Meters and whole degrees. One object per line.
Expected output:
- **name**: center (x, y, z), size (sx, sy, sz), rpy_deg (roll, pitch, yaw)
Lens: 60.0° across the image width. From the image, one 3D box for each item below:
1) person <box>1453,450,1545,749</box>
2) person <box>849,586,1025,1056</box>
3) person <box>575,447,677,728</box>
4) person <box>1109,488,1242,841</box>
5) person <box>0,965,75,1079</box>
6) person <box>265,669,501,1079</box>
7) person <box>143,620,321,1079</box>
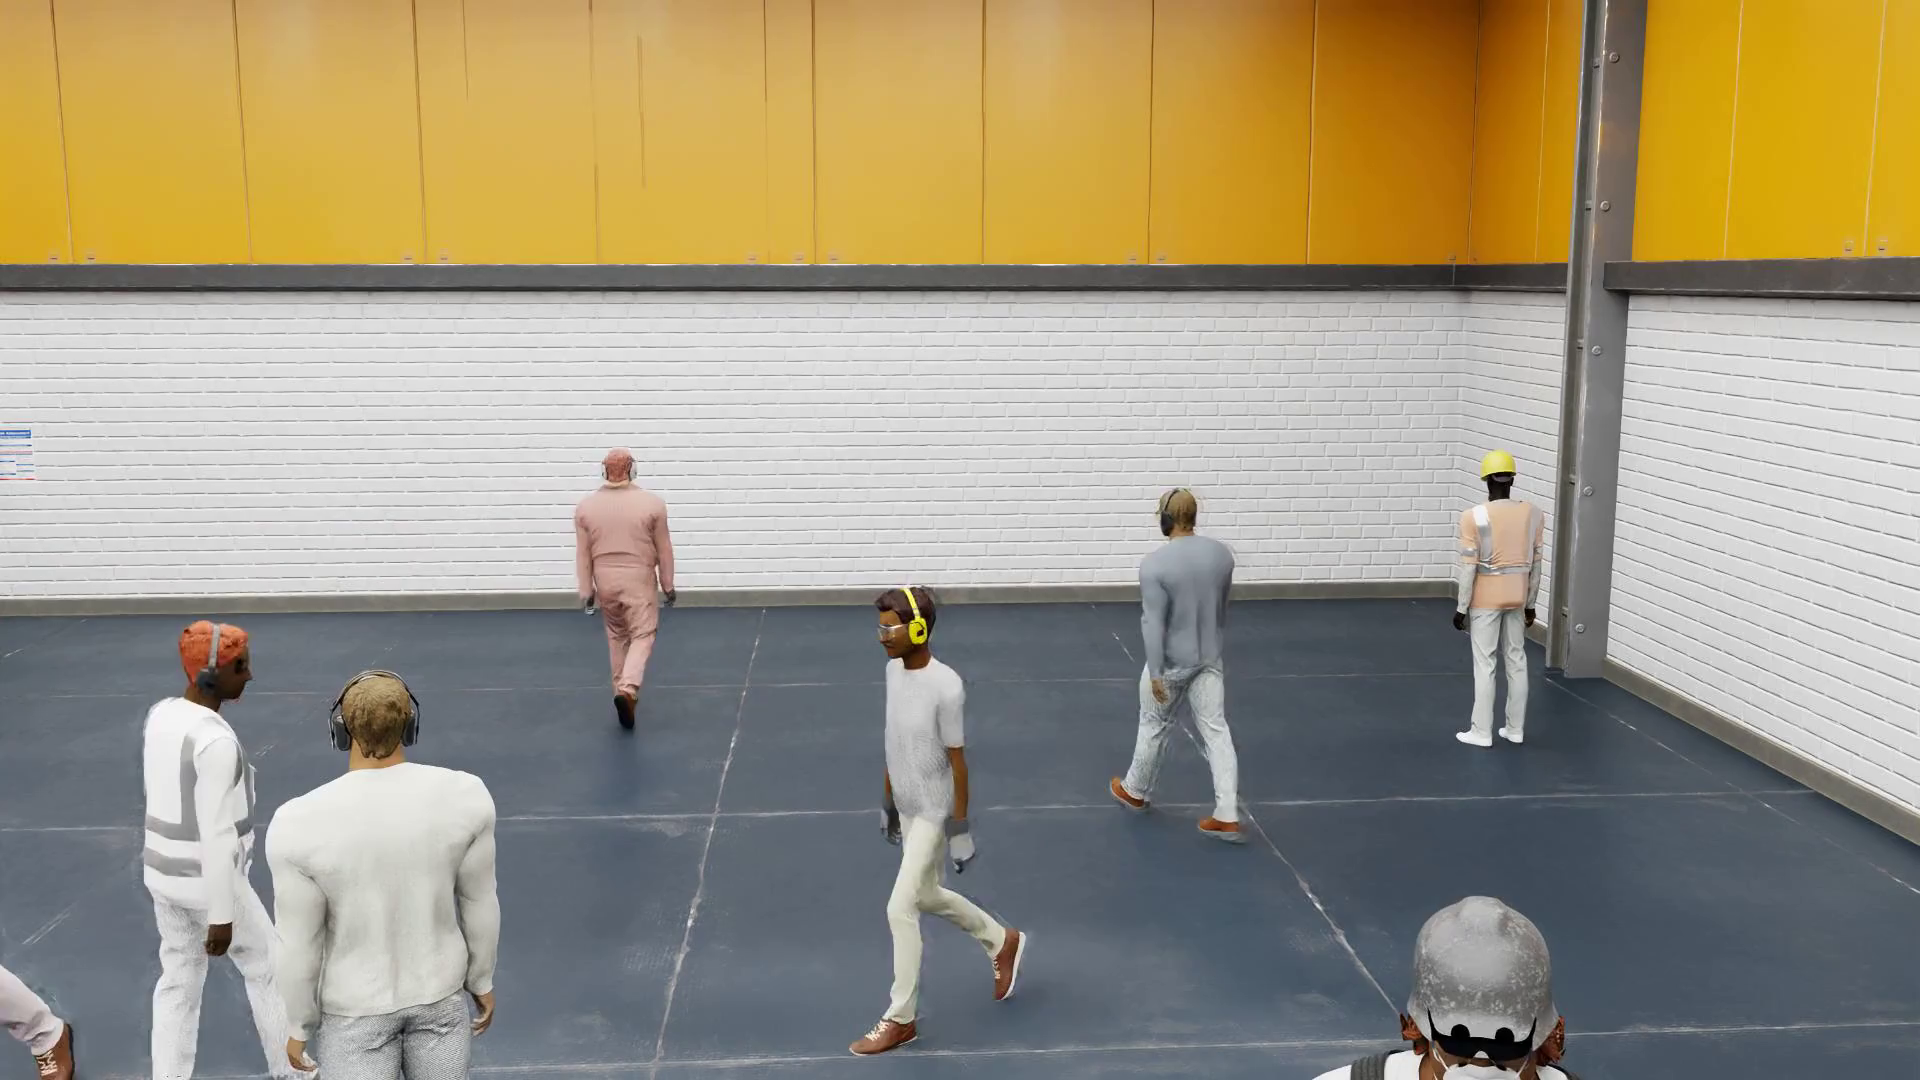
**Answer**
- **person**: center (3.441, 0.384, 10.700), size (0.590, 1.913, 0.396), rpy_deg (-2, 9, -14)
- **person**: center (-0.081, 1.074, 6.659), size (0.842, 1.835, 0.524), rpy_deg (-5, 11, -31)
- **person**: center (-2.286, 0.306, 11.322), size (0.643, 1.876, 0.851), rpy_deg (1, 9, 8)
- **person**: center (1.225, 0.656, 9.112), size (0.641, 1.890, 1.011), rpy_deg (-5, 10, -26)
- **person**: center (-3.681, 1.192, 5.847), size (0.684, 1.860, 0.945), rpy_deg (3, 9, 18)
- **person**: center (-1.628, 1.318, 4.765), size (0.628, 1.940, 0.373), rpy_deg (-6, 11, -33)
- **person**: center (-2.558, 1.176, 5.896), size (0.579, 1.854, 0.785), rpy_deg (6, 11, 34)
